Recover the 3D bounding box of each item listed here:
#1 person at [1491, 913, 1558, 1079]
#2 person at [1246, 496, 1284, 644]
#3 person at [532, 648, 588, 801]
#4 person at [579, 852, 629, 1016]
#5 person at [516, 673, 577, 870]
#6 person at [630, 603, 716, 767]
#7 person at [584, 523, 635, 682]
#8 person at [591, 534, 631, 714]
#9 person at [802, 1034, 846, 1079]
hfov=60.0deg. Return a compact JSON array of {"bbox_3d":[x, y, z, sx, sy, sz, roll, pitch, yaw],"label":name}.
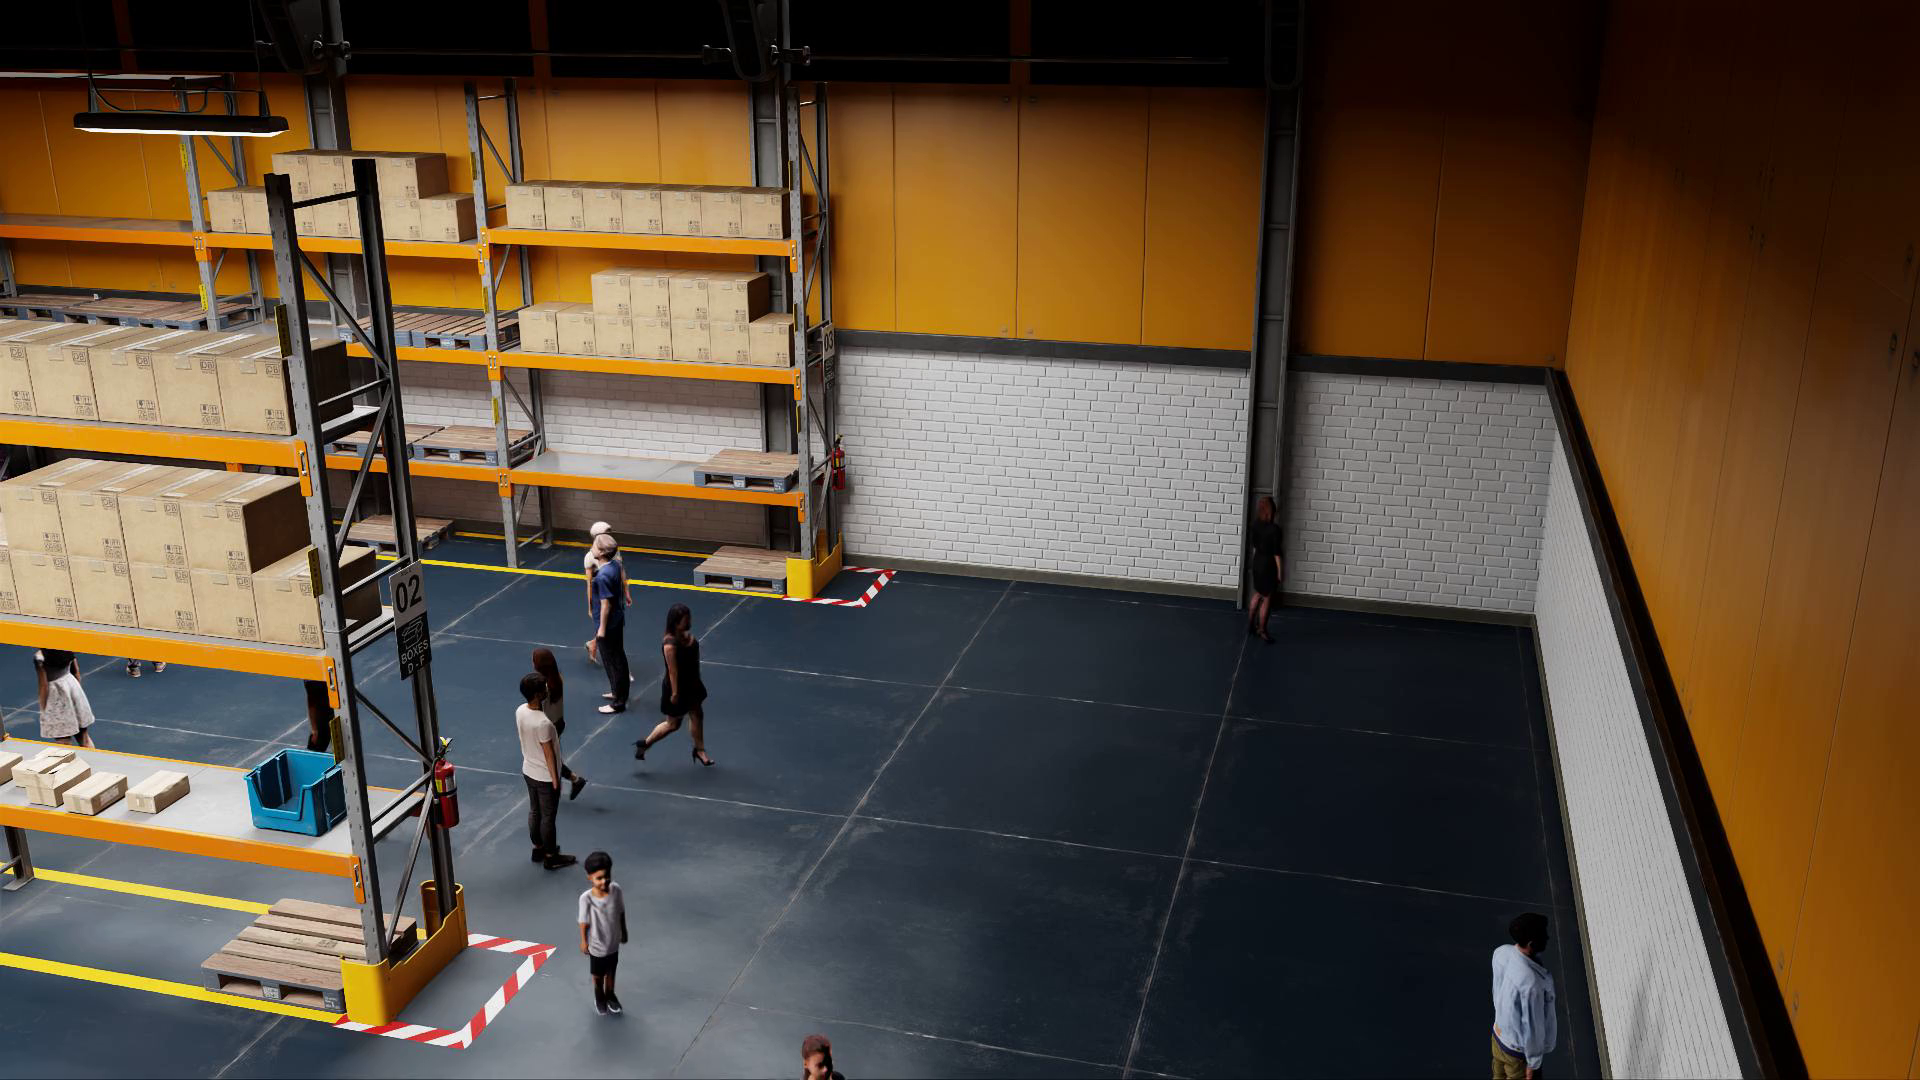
[{"bbox_3d":[3.427,3.106,10.233,0.708,1.812,0.751,-2,19,-6],"label":"person"},{"bbox_3d":[3.427,0.332,18.647,0.694,1.700,0.657,-5,19,-14],"label":"person"},{"bbox_3d":[-3.618,1.695,14.960,0.756,1.470,0.570,4,19,11],"label":"person"},{"bbox_3d":[-2.598,2.803,12.003,0.588,1.256,0.639,-12,22,-32],"label":"person"},{"bbox_3d":[-3.510,1.912,13.920,0.766,1.722,0.661,-16,24,-39],"label":"person"},{"bbox_3d":[-2.690,1.397,15.505,1.086,1.686,0.833,-1,19,-2],"label":"person"},{"bbox_3d":[-3.790,0.639,17.693,1.148,1.727,0.885,13,22,33],"label":"person"},{"bbox_3d":[-3.559,0.829,16.902,0.636,1.871,0.711,0,19,1],"label":"person"},{"bbox_3d":[-0.840,3.487,9.558,1.024,1.521,1.075,-10,21,-28],"label":"person"}]
